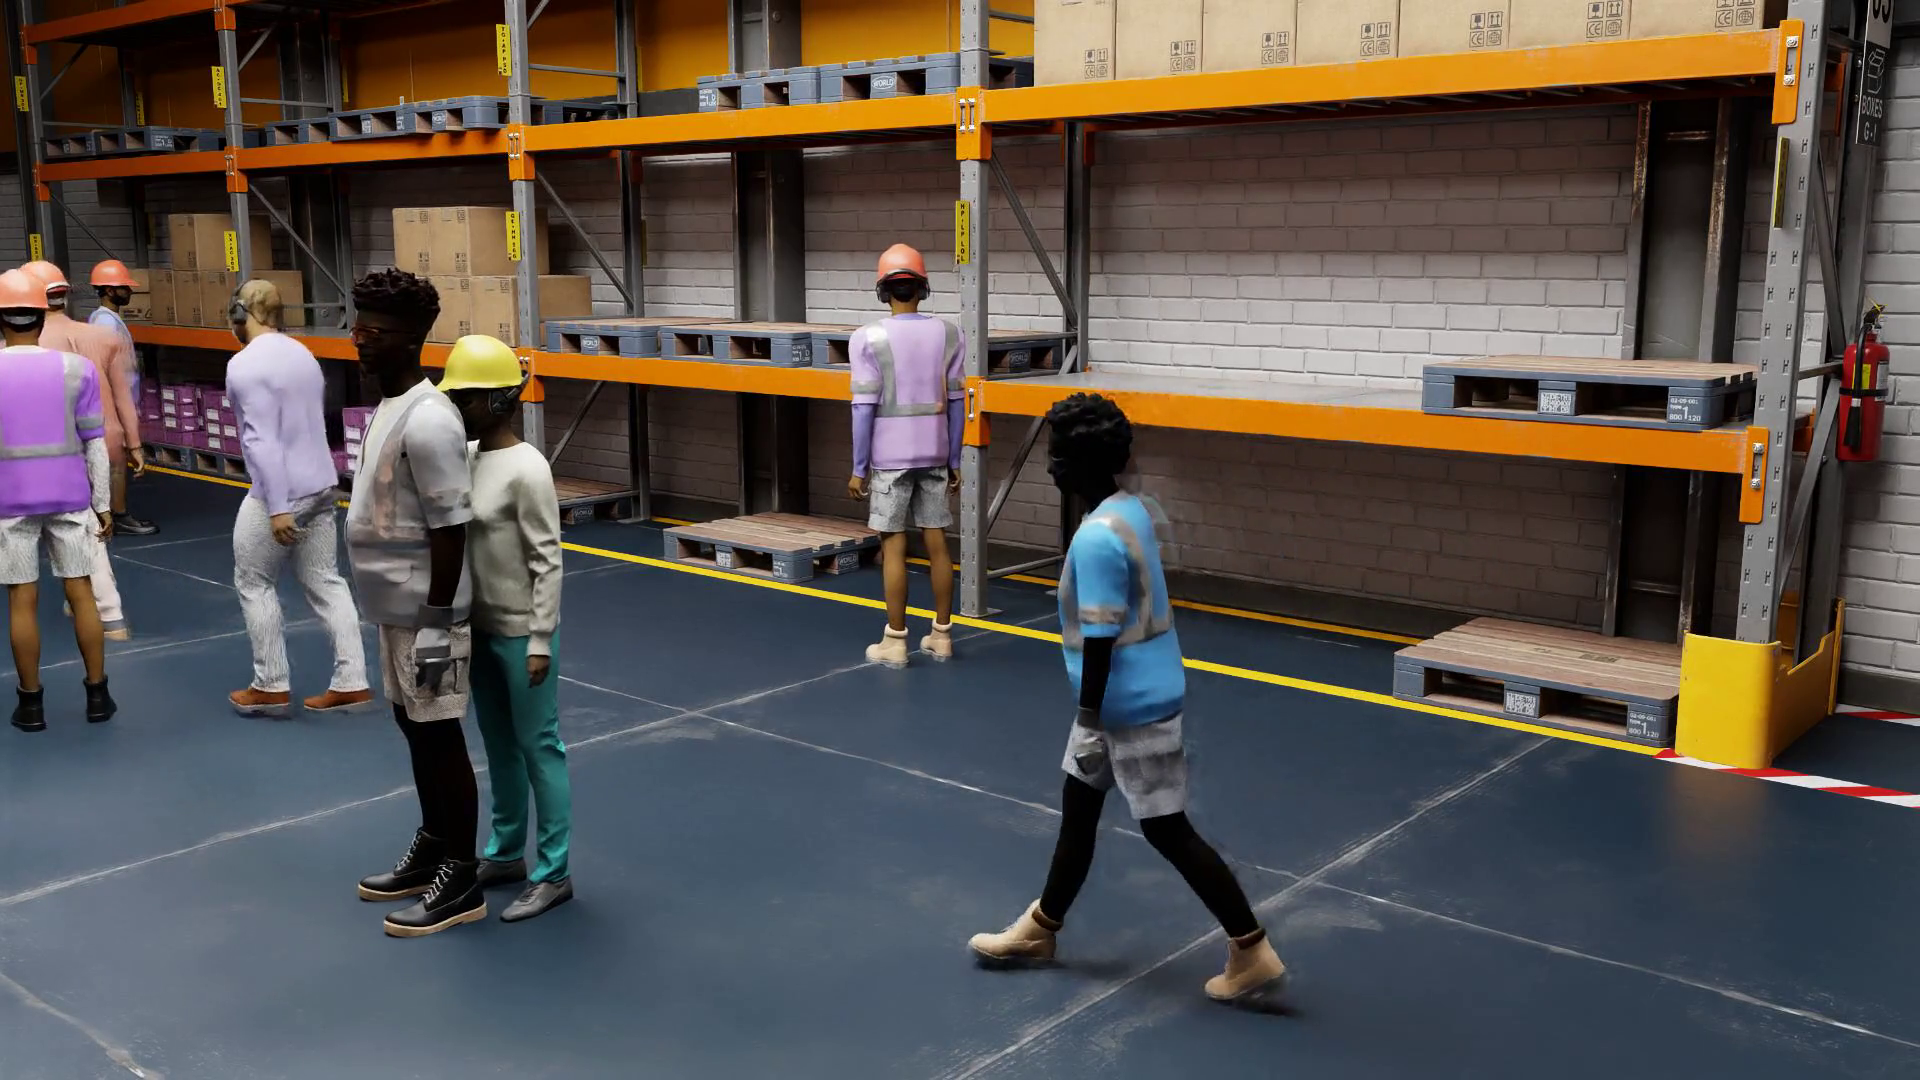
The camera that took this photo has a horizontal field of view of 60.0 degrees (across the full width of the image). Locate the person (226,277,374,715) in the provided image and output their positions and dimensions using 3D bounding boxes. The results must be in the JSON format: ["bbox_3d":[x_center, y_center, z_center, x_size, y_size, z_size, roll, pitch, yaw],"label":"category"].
[{"bbox_3d":[-2.908,-0.174,7.183,0.724,1.891,0.649,2,10,11],"label":"person"}]

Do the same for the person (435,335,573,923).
[{"bbox_3d":[-1.391,0.268,5.036,0.328,1.769,0.526,-9,14,-43],"label":"person"}]

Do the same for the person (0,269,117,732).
[{"bbox_3d":[-3.887,-0.164,7.016,0.551,1.932,0.378,-7,12,-34],"label":"person"}]

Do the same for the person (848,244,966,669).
[{"bbox_3d":[-0.268,-0.397,8.045,0.609,2.040,0.395,-5,11,-28],"label":"person"}]

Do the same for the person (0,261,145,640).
[{"bbox_3d":[-4.681,-0.471,8.710,0.890,1.947,0.628,7,12,34],"label":"person"}]

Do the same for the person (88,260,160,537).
[{"bbox_3d":[-5.918,-0.992,11.723,0.360,1.938,0.546,-6,12,-31],"label":"person"}]

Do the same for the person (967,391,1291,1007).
[{"bbox_3d":[0.484,0.427,4.459,0.884,1.651,0.567,2,10,10],"label":"person"}]

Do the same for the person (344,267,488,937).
[{"bbox_3d":[-1.631,0.181,4.959,0.361,1.965,0.613,-6,12,-30],"label":"person"}]
